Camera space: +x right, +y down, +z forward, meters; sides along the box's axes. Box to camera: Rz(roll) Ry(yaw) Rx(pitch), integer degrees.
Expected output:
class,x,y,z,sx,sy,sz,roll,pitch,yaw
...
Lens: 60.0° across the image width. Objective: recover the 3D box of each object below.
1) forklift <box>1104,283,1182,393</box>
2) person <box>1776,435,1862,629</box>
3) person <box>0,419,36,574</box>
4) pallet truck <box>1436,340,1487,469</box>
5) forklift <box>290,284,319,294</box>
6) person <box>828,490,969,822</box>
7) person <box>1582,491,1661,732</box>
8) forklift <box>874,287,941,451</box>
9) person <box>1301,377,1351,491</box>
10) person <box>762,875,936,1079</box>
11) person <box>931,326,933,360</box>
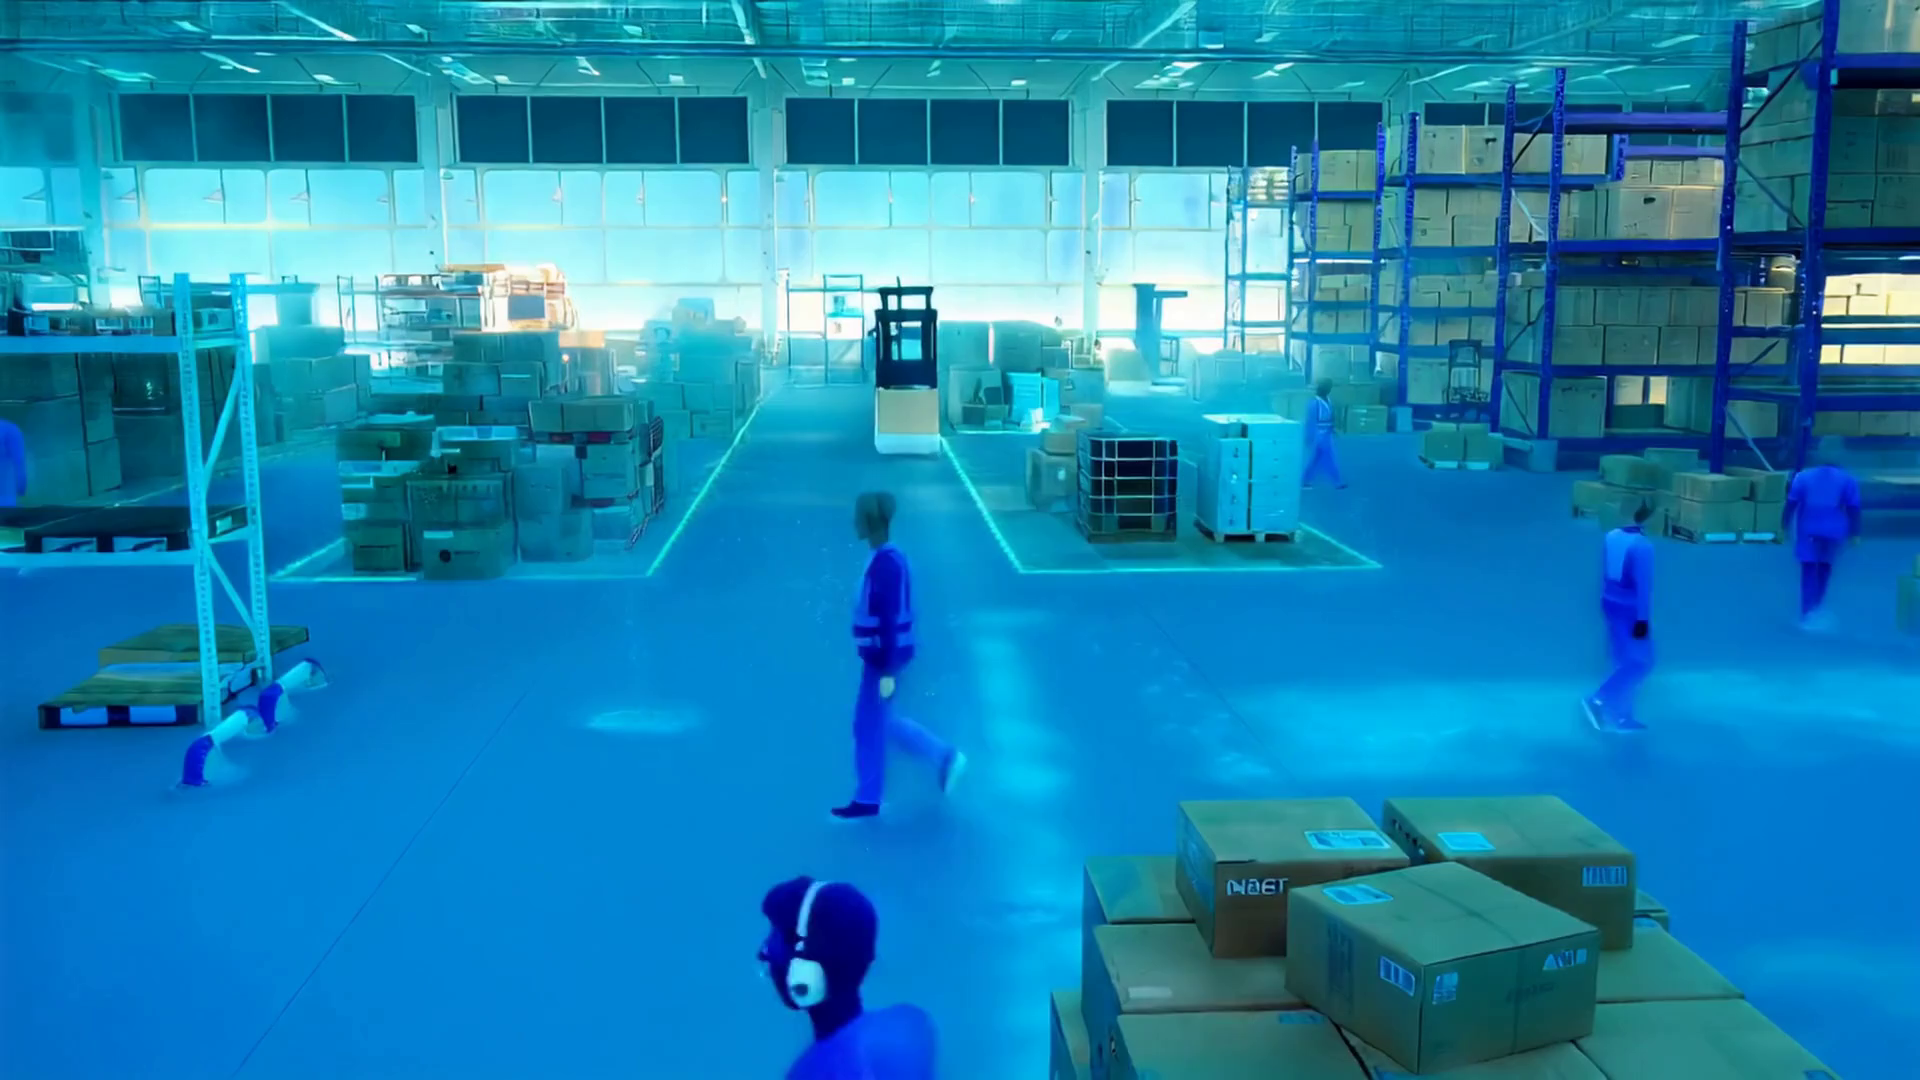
class,x,y,z,sx,sy,sz,roll,pitch,yaw
forklift,4.685,-5.176,42.529,1.873,2.768,1.129,-1,9,-3
person,7.408,-0.084,14.366,0.636,1.635,0.864,4,10,24
person,-9.415,-0.511,16.276,0.634,1.917,0.819,0,9,-1
pallet truck,8.004,-2.170,26.422,0.823,1.965,1.885,2,9,14
forklift,-15.072,-4.525,38.444,1.873,2.768,1.129,-1,9,-4
person,-0.345,0.643,9.216,0.714,1.864,0.583,-1,9,-3
person,4.344,0.488,10.905,0.459,1.627,0.519,-1,9,-8
forklift,-0.927,-3.016,28.969,1.129,2.768,1.873,-1,9,-4
person,5.141,-1.471,23.289,0.836,1.593,0.525,7,11,36
person,-0.315,1.571,3.421,0.909,1.831,0.546,5,10,29
person,-0.552,-3.842,37.140,0.543,1.928,0.374,-5,11,-31
